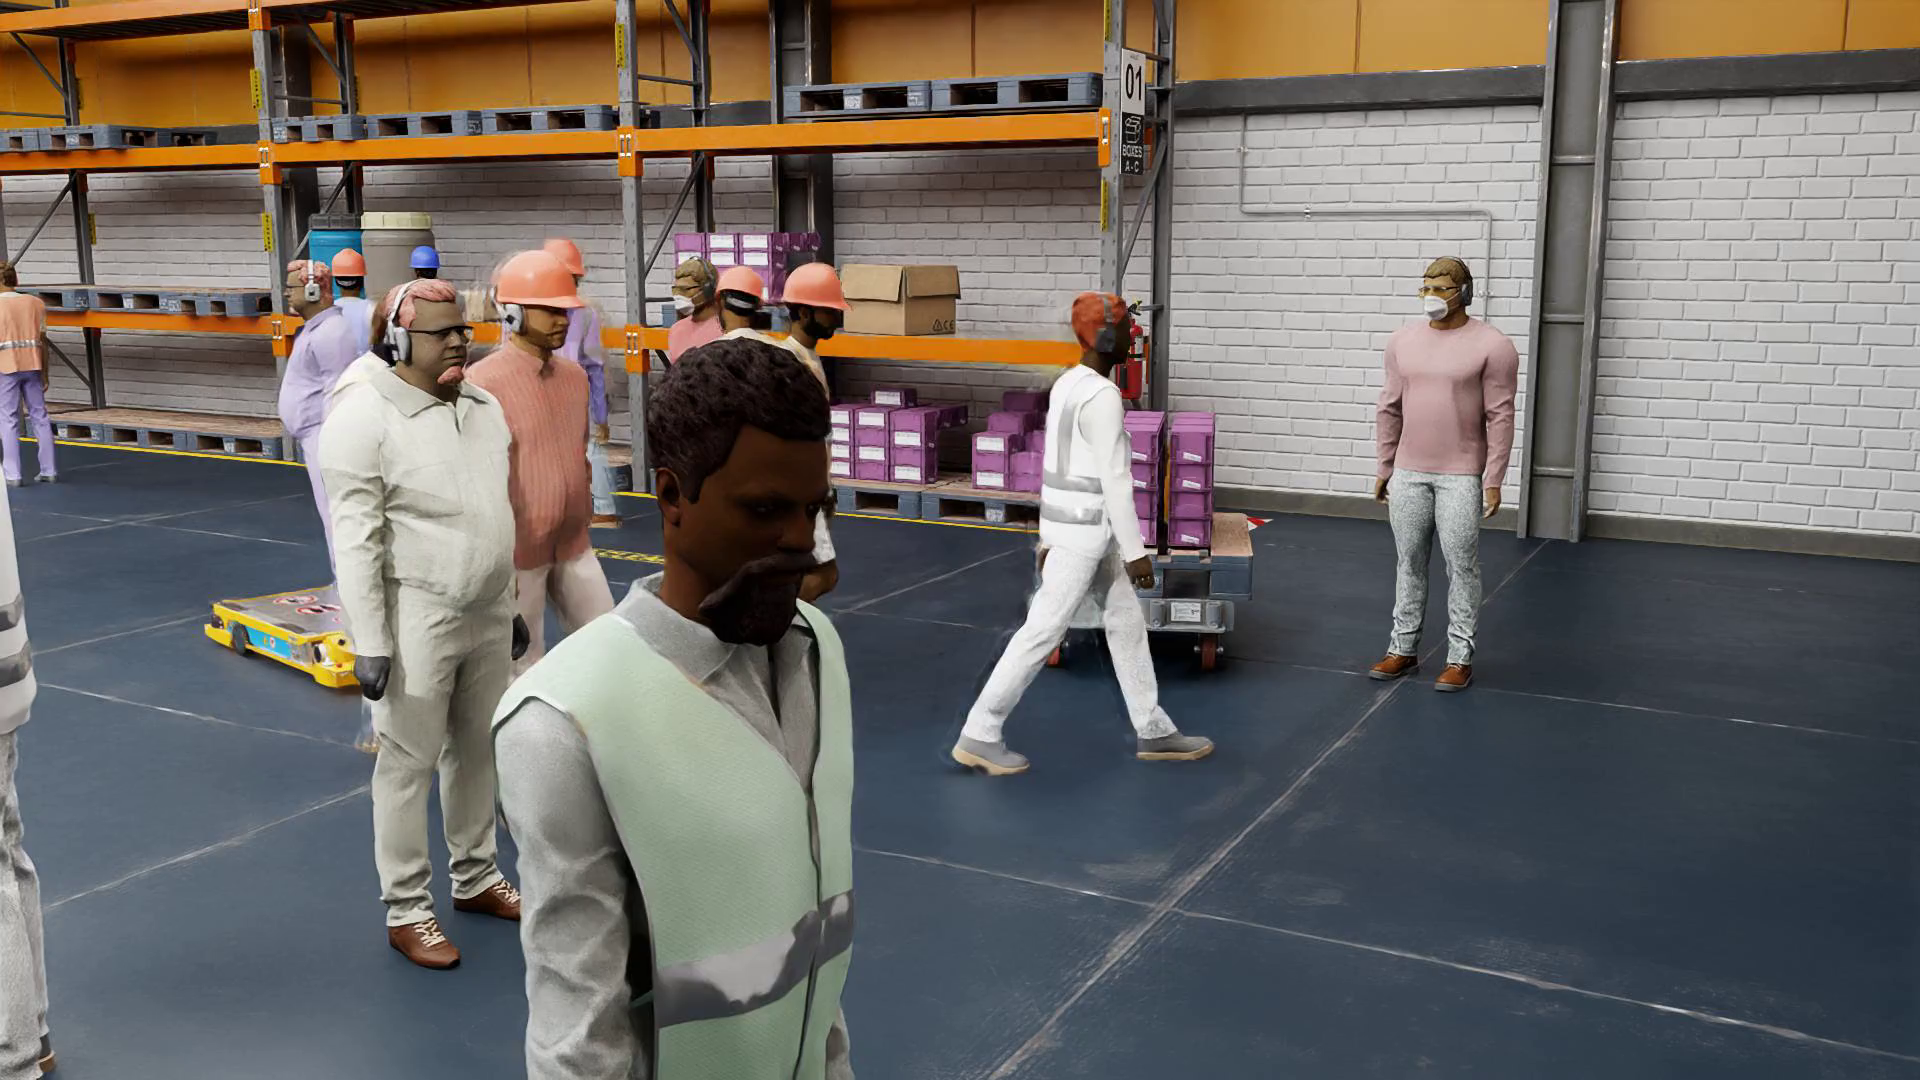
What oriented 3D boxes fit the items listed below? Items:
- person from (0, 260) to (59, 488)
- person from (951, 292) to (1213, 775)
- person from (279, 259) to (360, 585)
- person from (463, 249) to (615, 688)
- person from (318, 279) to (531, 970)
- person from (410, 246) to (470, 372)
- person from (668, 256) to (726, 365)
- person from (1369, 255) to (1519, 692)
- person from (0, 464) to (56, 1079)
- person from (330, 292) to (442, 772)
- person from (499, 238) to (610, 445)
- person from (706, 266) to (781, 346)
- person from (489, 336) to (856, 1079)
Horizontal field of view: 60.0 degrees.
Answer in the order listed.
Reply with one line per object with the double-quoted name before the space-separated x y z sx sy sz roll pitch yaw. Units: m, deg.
"person" -7.650 -1.341 13.494 0.381 1.836 0.567 7 12 33
"person" 0.440 -0.012 6.264 1.024 1.831 0.572 -1 10 -3
"person" -3.291 -0.485 8.599 0.400 1.907 0.644 -5 11 -24
"person" -1.375 0.038 5.537 0.483 1.978 0.627 6 12 31
"person" -1.456 0.225 4.706 0.409 1.907 0.651 5 11 25
"person" -4.153 -1.329 13.109 0.604 1.949 0.389 -10 14 -44
"person" -1.255 -0.441 8.306 0.383 1.931 0.628 -9 14 -41
"person" 2.148 -0.295 7.466 0.636 1.939 0.363 9 14 40
"person" -2.286 0.409 3.758 0.348 1.884 0.584 -4 11 -22
"person" -2.055 -0.033 6.376 0.616 1.812 0.628 0 10 0
"person" -2.343 -0.753 9.799 0.901 2.000 0.633 10 14 44
"person" -1.070 -0.334 7.833 0.571 1.893 0.571 7 12 32
"person" -0.297 0.720 1.976 0.391 1.914 0.587 4 11 22
